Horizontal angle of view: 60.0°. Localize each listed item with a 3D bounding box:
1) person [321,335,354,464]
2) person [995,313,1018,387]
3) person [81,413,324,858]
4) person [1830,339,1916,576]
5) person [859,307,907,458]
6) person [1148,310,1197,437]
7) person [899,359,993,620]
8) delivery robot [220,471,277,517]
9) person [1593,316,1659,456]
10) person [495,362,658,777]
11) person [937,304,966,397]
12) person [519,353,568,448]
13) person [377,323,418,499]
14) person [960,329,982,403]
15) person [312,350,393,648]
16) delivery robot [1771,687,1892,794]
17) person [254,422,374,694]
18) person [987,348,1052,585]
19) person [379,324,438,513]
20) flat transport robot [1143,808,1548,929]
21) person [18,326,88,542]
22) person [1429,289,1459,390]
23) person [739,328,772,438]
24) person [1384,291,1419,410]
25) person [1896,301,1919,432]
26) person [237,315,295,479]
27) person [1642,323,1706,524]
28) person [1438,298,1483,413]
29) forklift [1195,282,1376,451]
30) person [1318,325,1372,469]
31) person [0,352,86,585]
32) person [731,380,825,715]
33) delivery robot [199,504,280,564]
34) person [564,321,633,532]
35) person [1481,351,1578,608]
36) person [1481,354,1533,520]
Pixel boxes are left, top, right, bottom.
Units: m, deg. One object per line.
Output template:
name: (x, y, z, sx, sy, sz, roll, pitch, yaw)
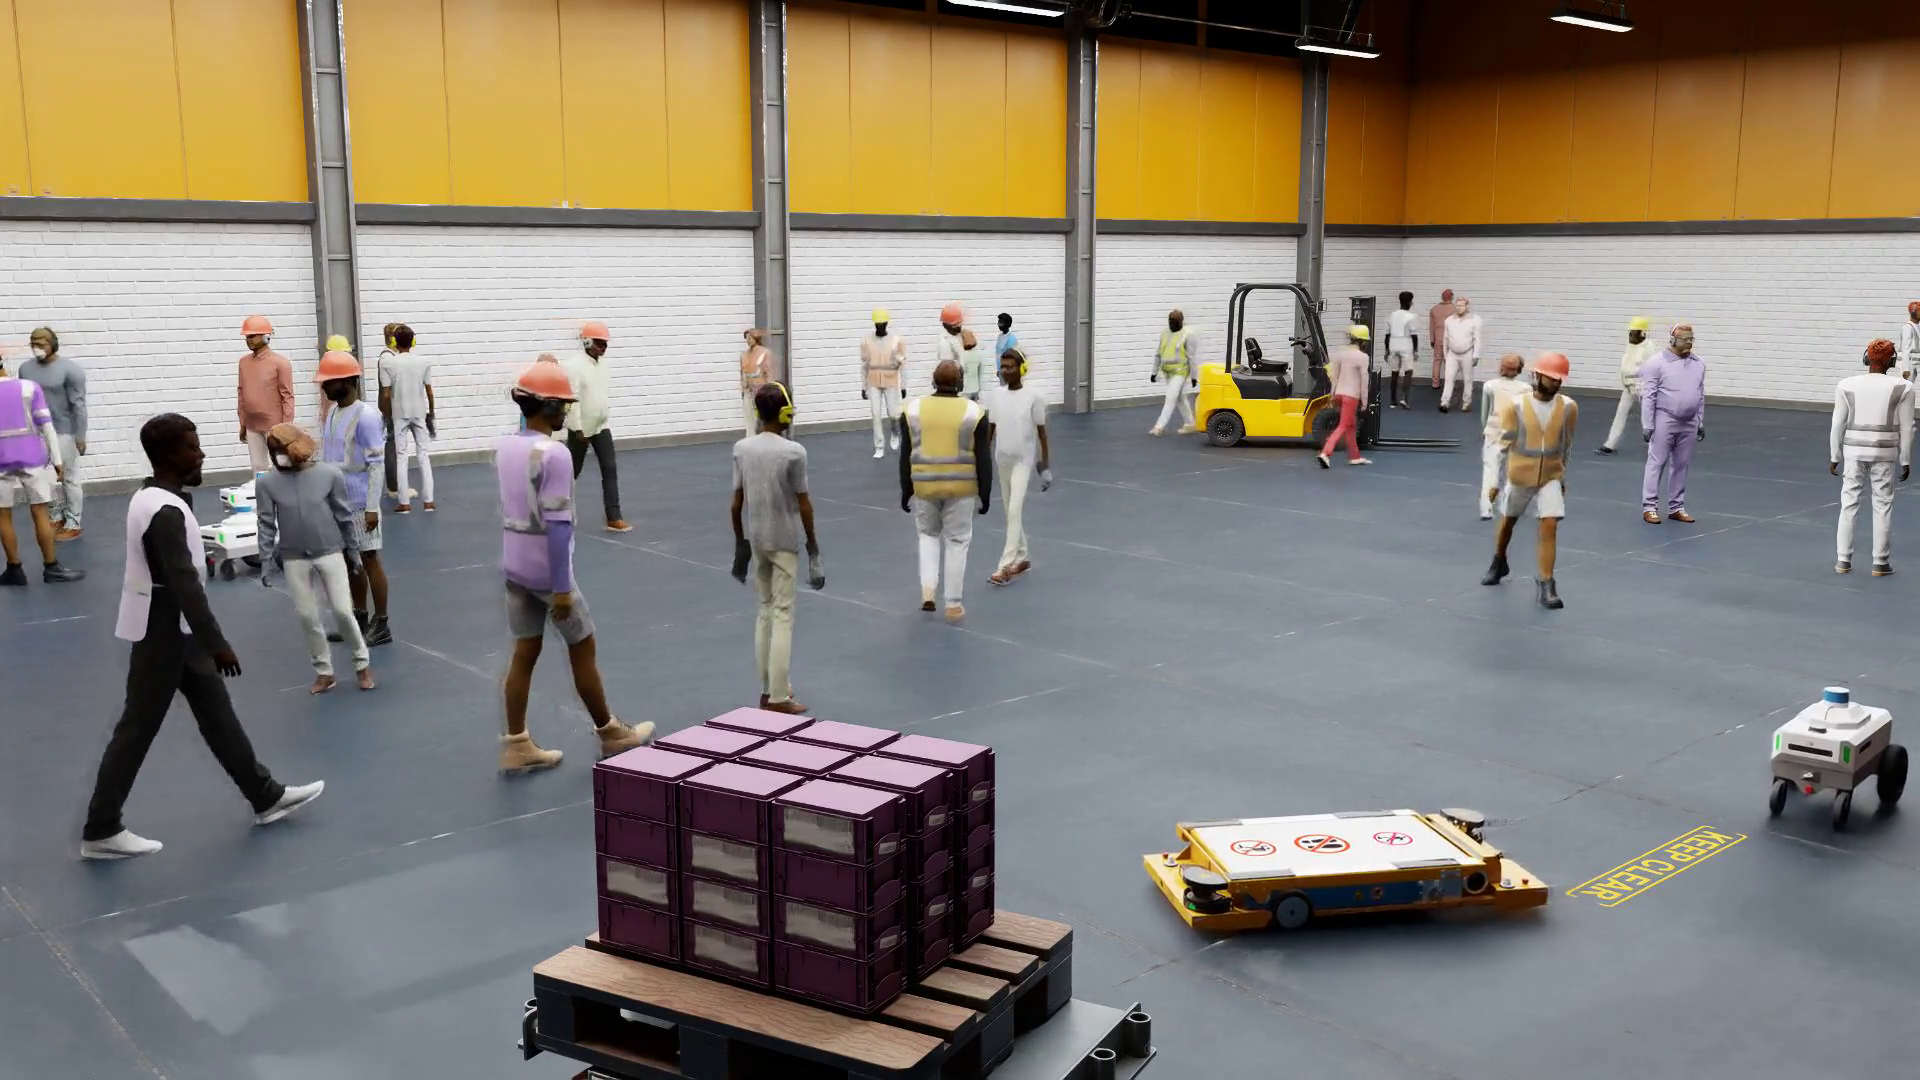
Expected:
person: (-6.307, -1.167, 16.714, 0.650, 1.762, 0.533, -1, 10, -7)
person: (0.696, -2.557, 24.946, 0.320, 1.694, 0.537, -3, 10, -19)
person: (-3.306, 0.399, 7.095, 1.014, 1.870, 0.587, -5, 11, -27)
person: (7.242, -0.654, 13.229, 0.579, 1.882, 0.342, 7, 12, 37)
person: (-0.957, -1.995, 21.022, 0.599, 1.911, 0.621, 1, 10, 8)
person: (3.031, -2.339, 23.434, 0.938, 1.782, 0.696, -6, 12, -33)
person: (-0.092, -0.344, 11.585, 0.649, 1.824, 0.457, 2, 10, 10)
delivery robot: (-6.405, -0.391, 15.298, 0.707, 0.478, 0.477, -8, 13, -40)
person: (8.573, -1.927, 20.999, 0.959, 1.782, 0.610, -2, 10, -12)
person: (-1.946, 0.134, 8.215, 0.827, 2.015, 0.638, -9, 14, -44)
person: (-0.120, -1.701, 19.093, 0.422, 1.998, 0.675, 2, 10, 10)
person: (-3.892, -0.955, 15.737, 0.523, 1.622, 0.585, -3, 10, -17)
person: (-5.921, -1.353, 17.447, 0.343, 1.842, 0.507, -4, 10, -20)
person: (0.117, -1.848, 21.006, 0.663, 1.616, 0.516, 8, 13, 40)
person: (-3.955, -0.261, 10.777, 0.551, 1.932, 0.378, 9, 13, 41)
delivery robot: (4.006, 0.918, 7.634, 0.477, 0.478, 0.707, 9, 13, 42)
person: (-3.737, 0.113, 9.560, 0.544, 1.595, 0.401, -2, 10, -13)
person: (0.388, -0.578, 12.973, 0.557, 1.824, 0.892, 6, 11, 32)
person: (-5.478, -1.190, 16.439, 0.597, 1.869, 0.357, -5, 11, -28)
flat transport robot: (1.506, 1.285, 6.587, 1.431, 0.197, 0.652, -2, 10, -10)
person: (-7.998, -0.925, 14.694, 0.652, 1.921, 0.463, 2, 10, 9)
person: (9.228, -3.798, 31.549, 0.651, 1.913, 0.410, 9, 13, 43)
person: (-2.585, -1.917, 21.388, 0.523, 1.620, 0.595, 5, 11, 28)
person: (7.293, -3.155, 27.637, 0.579, 1.965, 0.736, -8, 13, -39)
person: (13.673, -2.485, 23.945, 0.338, 1.882, 0.583, 8, 12, 38)
person: (-6.406, -1.052, 15.331, 0.612, 1.962, 0.382, 4, 10, 20)
person: (6.793, -1.103, 15.793, 0.654, 1.904, 0.406, -2, 10, -12)
person: (8.047, -2.957, 26.787, 0.646, 1.863, 0.965, 6, 11, 30)
forklift: (4.328, -2.346, 22.227, 2.313, 2.155, 1.214, 3, 10, 16)
person: (4.607, -1.715, 19.928, 0.882, 1.716, 0.565, -4, 11, -25)
person: (-7.228, -0.587, 12.860, 0.730, 1.893, 0.397, -5, 11, -29)
person: (-1.019, 0.050, 9.221, 0.550, 1.861, 0.384, 7, 12, 34)
delivery robot: (-5.683, -0.039, 13.239, 0.477, 0.478, 0.707, 6, 11, 30)
person: (-3.489, -1.058, 15.417, 0.985, 1.953, 0.620, 7, 12, 34)
person: (4.221, -0.486, 12.353, 0.596, 1.868, 1.075, 1, 10, 5)
person: (5.298, -1.006, 16.137, 0.514, 1.593, 0.865, 6, 11, 32)
